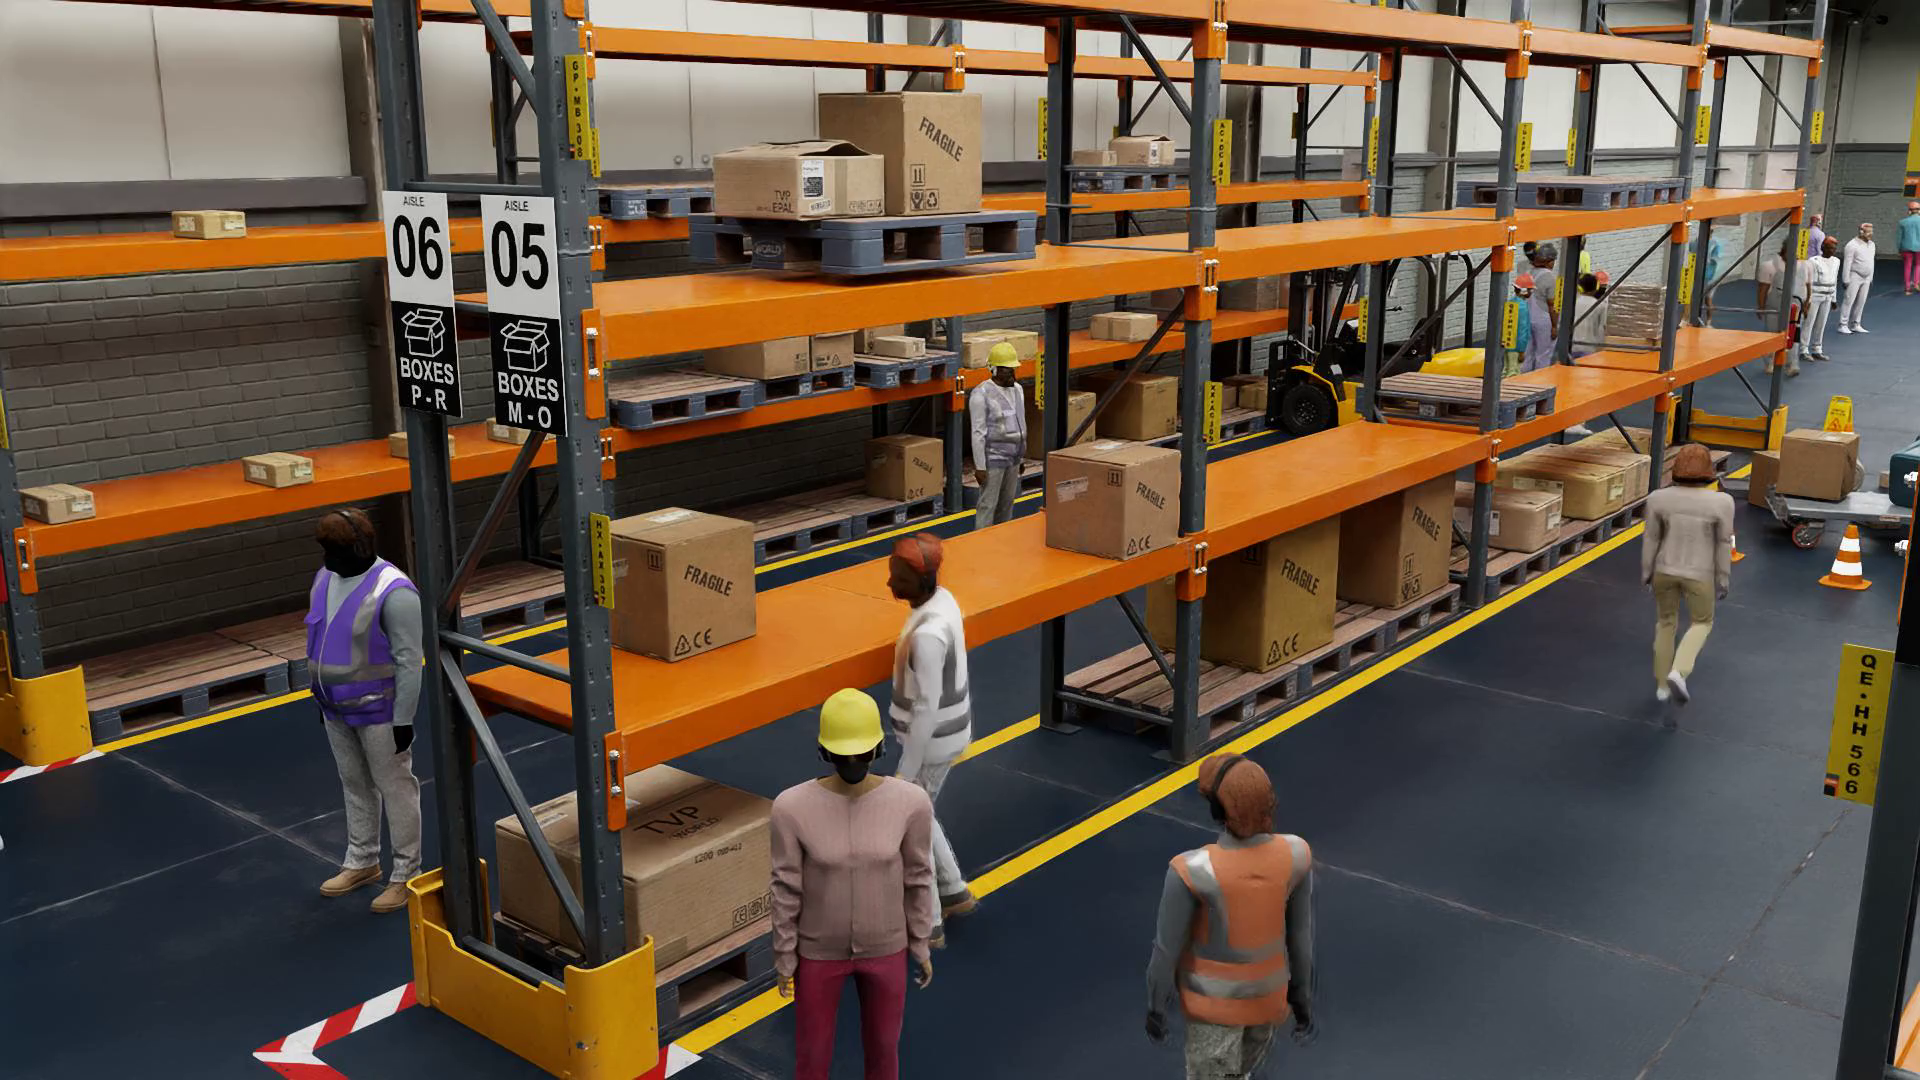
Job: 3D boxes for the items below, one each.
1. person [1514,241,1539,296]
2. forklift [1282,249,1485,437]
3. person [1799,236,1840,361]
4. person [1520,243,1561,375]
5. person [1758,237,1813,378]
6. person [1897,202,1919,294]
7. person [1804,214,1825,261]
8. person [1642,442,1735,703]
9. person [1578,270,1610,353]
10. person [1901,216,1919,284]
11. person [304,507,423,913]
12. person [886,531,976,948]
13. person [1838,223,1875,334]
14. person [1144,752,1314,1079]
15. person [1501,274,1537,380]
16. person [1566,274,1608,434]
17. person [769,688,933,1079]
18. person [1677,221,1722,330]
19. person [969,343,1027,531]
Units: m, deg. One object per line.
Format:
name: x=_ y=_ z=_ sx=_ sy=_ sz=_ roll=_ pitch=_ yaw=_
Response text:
person: x=8.734 y=-3.664 z=25.413 sx=0.539 sy=1.829 sz=0.515 roll=6 pitch=15 yaw=24
forklift: x=4.886 y=-2.214 z=18.767 sx=2.313 sy=2.155 sz=1.214 roll=11 pitch=18 yaw=38
person: x=13.099 y=-3.666 z=25.314 sx=0.573 sy=1.887 sz=0.354 roll=-4 pitch=14 yaw=-16
person: x=7.562 y=-2.824 z=21.567 sx=0.537 sy=2.000 sz=0.682 roll=-5 pitch=15 yaw=-21
person: x=11.723 y=-3.329 z=23.621 sx=0.708 sy=2.000 sz=0.995 roll=4 pitch=14 yaw=15
person: x=20.501 y=-6.269 z=35.789 sx=0.659 sy=1.948 sz=0.535 roll=8 pitch=16 yaw=30
person: x=16.333 y=-5.299 z=31.945 sx=0.399 sy=1.899 sz=0.646 roll=-4 pitch=14 yaw=-14
person: x=4.365 y=0.218 z=10.047 sx=0.515 sy=1.616 sz=0.417 roll=10 pitch=17 yaw=35
person: x=7.962 y=-2.500 z=20.840 sx=0.563 sy=1.752 sz=0.328 roll=4 pitch=14 yaw=15
person: x=21.841 y=-6.713 z=37.783 sx=0.598 sy=1.871 sz=0.997 roll=-2 pitch=14 yaw=-7
person: x=-2.664 y=0.752 z=7.434 sx=0.621 sy=1.838 sz=0.429 roll=9 pitch=16 yaw=31
person: x=-0.150 y=0.844 z=7.002 sx=0.394 sy=1.858 sz=0.673 roll=2 pitch=14 yaw=9
person: x=15.538 y=-4.515 z=28.754 sx=0.649 sy=1.899 sz=0.398 roll=-6 pitch=15 yaw=-23
person: x=0.829 y=1.427 z=5.175 sx=0.531 sy=1.601 sz=0.777 roll=-6 pitch=15 yaw=-23
person: x=6.837 y=-2.381 z=20.377 sx=0.352 sy=1.744 sz=0.562 roll=1 pitch=14 yaw=3
person: x=7.319 y=-2.157 z=19.330 sx=0.827 sy=1.833 sz=0.689 roll=-13 pitch=19 yaw=-42
person: x=-0.338 y=1.310 z=5.301 sx=0.525 sy=1.769 sz=0.327 roll=-3 pitch=14 yaw=-10
person: x=12.739 y=-4.529 z=28.608 sx=1.095 sy=1.982 sz=0.626 roll=-11 pitch=17 yaw=-37
person: x=0.324 y=-0.648 z=13.139 sx=0.403 sy=1.830 sz=0.601 roll=11 pitch=17 yaw=37
